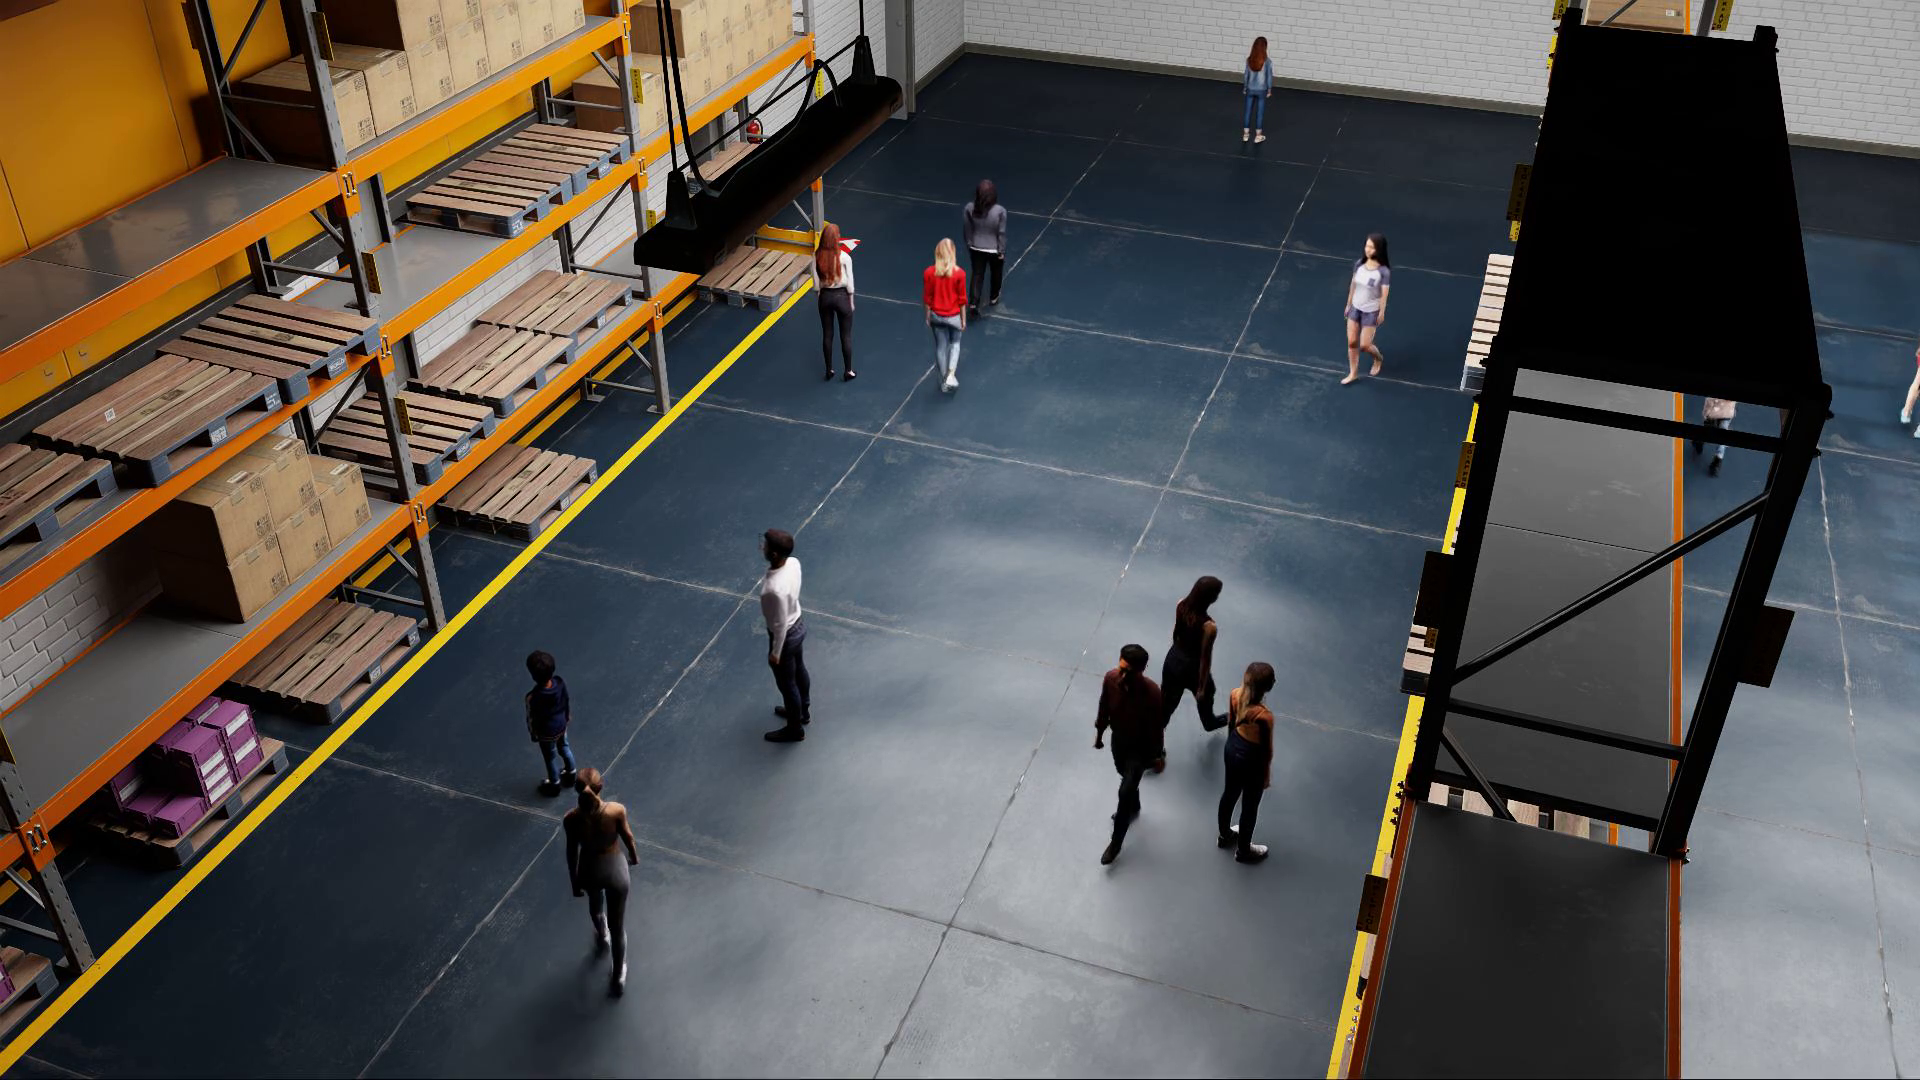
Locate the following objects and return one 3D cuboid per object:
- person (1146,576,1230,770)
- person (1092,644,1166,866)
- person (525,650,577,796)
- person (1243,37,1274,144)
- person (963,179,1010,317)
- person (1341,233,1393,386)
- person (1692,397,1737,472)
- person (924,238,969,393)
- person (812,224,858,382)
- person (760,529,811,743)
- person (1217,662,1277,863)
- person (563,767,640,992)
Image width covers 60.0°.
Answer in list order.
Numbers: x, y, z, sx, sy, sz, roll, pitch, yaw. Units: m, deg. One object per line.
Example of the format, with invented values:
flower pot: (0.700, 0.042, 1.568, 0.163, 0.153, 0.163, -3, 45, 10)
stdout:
person: (1.628, 1.011, 12.283, 1.242, 1.635, 1.095, -23, 40, -31)
person: (1.251, 1.389, 11.621, 0.901, 1.738, 1.067, 27, 42, 35)
person: (-3.000, 1.333, 12.173, 0.631, 1.220, 0.501, 24, 40, 31)
person: (4.199, -6.373, 23.533, 0.582, 1.477, 0.523, 15, 37, 22)
person: (0.281, -3.288, 18.808, 0.728, 1.572, 1.031, 8, 34, 12)
person: (4.301, -2.427, 17.401, 0.836, 1.695, 0.766, -24, 40, -31)
person: (7.362, -1.225, 16.065, 0.601, 1.172, 0.871, 4, 34, 6)
person: (-0.167, -2.263, 17.153, 0.699, 1.695, 0.718, 2, 34, 4)
person: (-1.311, -2.474, 17.414, 0.609, 1.758, 0.529, 8, 34, 12)
person: (-1.302, 0.708, 12.527, 0.707, 1.869, 0.561, 7, 34, 10)
person: (1.981, 1.524, 11.518, 0.695, 1.627, 0.653, -19, 38, -26)
person: (-2.248, 2.176, 10.488, 0.823, 1.681, 0.970, -5, 34, -8)
